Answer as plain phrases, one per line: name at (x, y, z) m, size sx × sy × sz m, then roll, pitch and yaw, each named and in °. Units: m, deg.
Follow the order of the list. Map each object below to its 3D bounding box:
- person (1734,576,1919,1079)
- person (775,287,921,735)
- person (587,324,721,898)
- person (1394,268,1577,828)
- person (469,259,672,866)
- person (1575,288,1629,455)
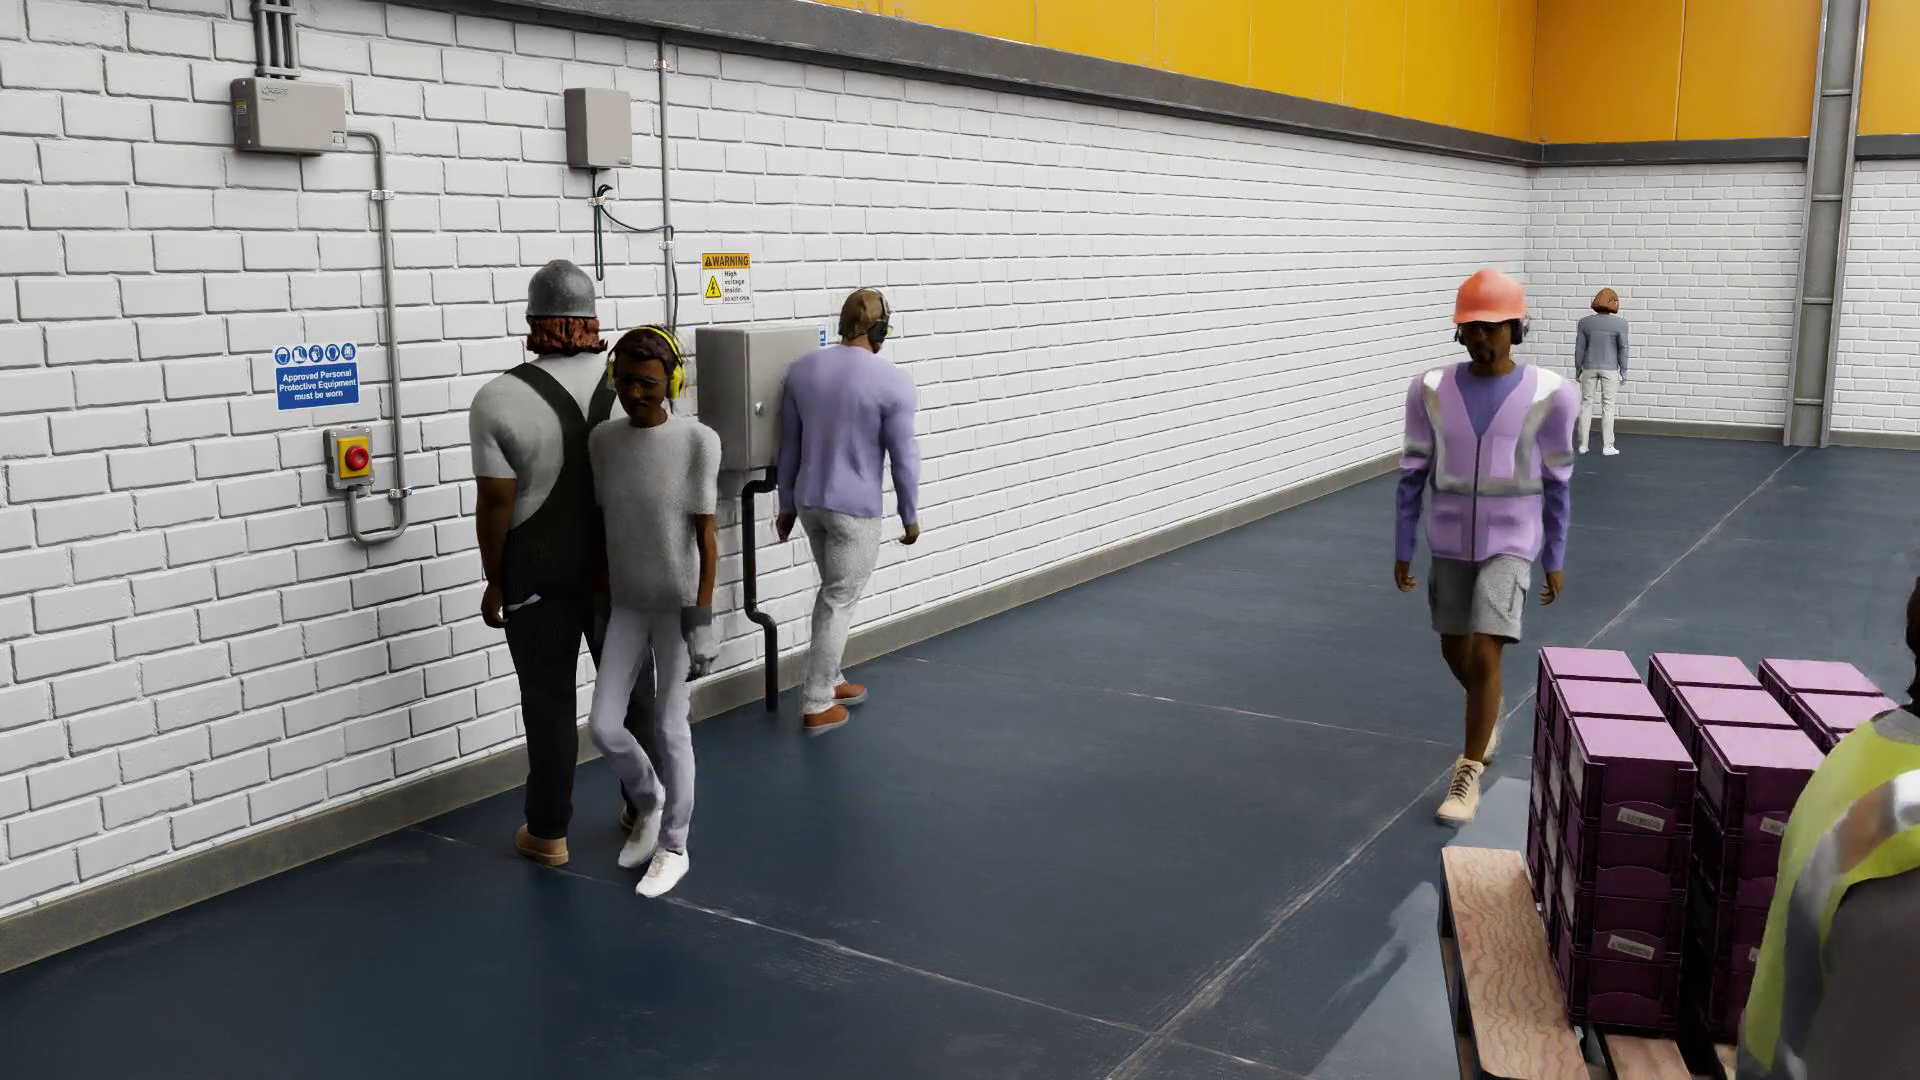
person at (1.141, 0.872, 1.983) m, size 0.936 × 1.778 × 0.666 m, roll 5°, pitch 11°, yaw 25°
person at (-0.444, -0.124, 7.167) m, size 0.659 × 1.902 × 0.698 m, roll 7°, pitch 12°, yaw 35°
person at (-0.986, 0.237, 5.307) m, size 0.510 × 1.845 × 0.384 m, roll 4°, pitch 11°, yaw 19°
person at (1.968, -0.010, 6.239) m, size 0.618 × 2.013 × 0.934 m, roll 6°, pitch 12°, yaw 30°
person at (-1.330, 0.073, 5.666) m, size 0.683 × 2.000 × 0.536 m, roll -6°, pitch 12°, yaw -30°
person at (6.302, -1.652, 16.348) m, size 0.507 × 1.632 × 0.276 m, roll 8°, pitch 13°, yaw 37°
